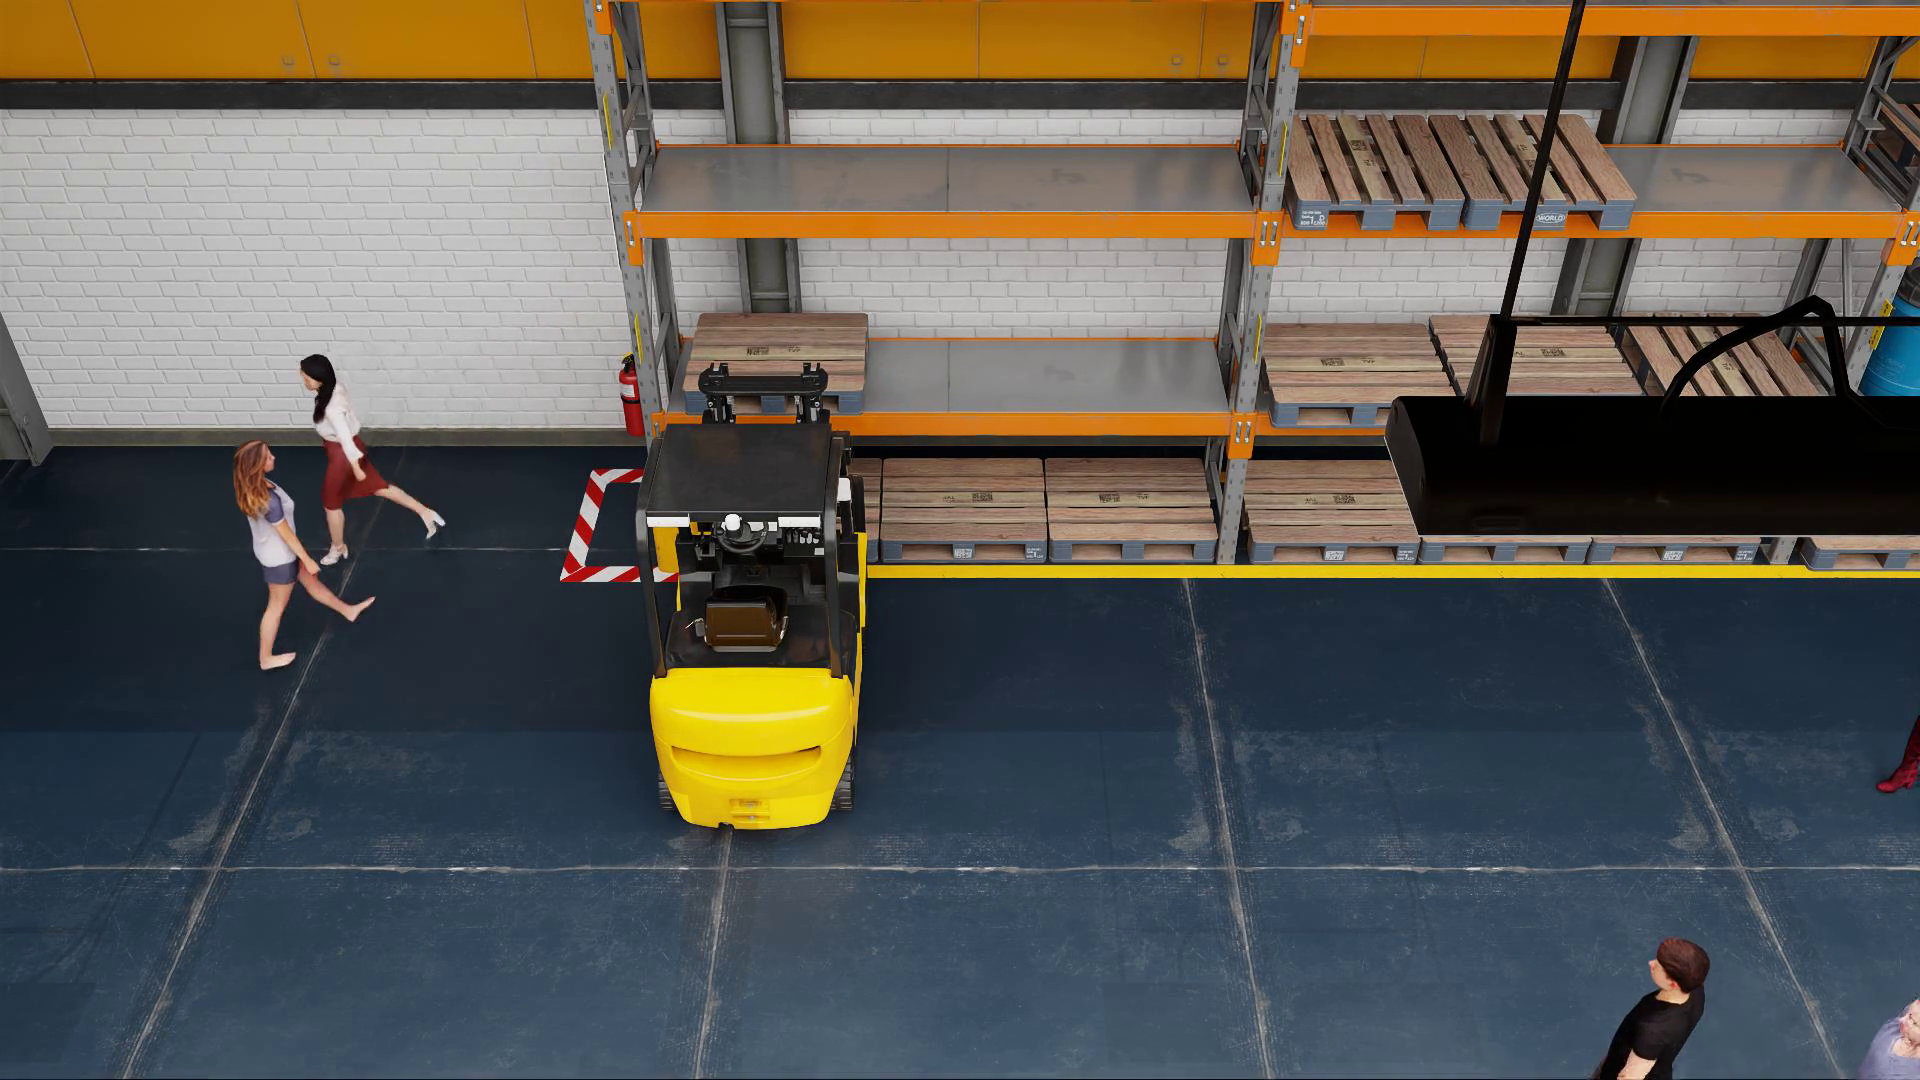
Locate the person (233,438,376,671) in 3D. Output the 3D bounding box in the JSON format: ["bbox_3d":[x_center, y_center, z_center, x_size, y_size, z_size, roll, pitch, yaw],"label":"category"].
[{"bbox_3d":[-4.472,0.142,10.719,1.162,1.673,1.019,-25,45,-28],"label":"person"}]

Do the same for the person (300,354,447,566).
[{"bbox_3d":[-4.162,-0.558,11.568,1.190,1.707,0.784,-8,39,-10],"label":"person"}]

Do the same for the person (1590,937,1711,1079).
[{"bbox_3d":[3.160,2.507,7.622,1.181,1.842,1.072,28,46,30],"label":"person"}]
